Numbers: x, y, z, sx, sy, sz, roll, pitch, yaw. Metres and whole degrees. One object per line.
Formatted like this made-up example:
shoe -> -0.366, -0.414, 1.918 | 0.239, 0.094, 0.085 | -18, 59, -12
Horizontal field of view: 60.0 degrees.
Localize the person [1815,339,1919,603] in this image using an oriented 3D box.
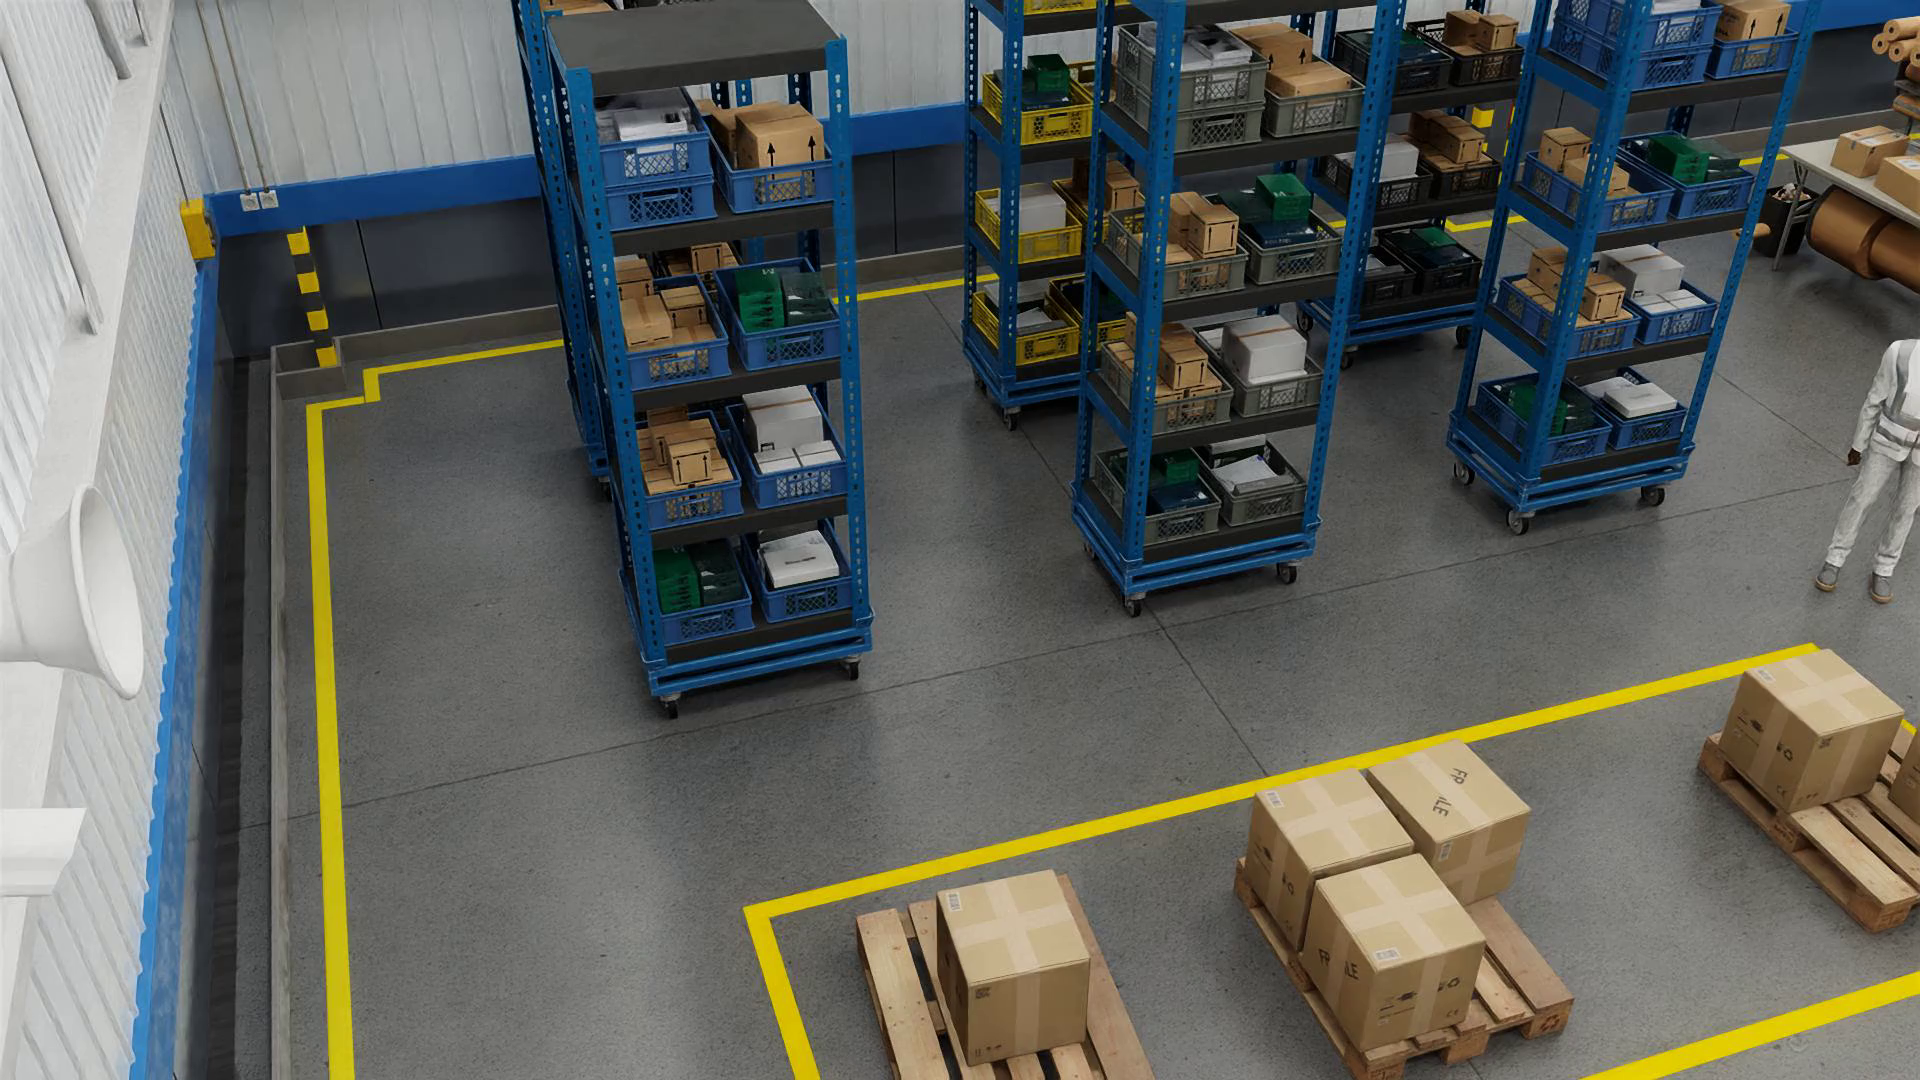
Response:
person -> 5.331, -0.501, 9.366 | 0.573, 1.882, 0.356 | 14, 38, 19
